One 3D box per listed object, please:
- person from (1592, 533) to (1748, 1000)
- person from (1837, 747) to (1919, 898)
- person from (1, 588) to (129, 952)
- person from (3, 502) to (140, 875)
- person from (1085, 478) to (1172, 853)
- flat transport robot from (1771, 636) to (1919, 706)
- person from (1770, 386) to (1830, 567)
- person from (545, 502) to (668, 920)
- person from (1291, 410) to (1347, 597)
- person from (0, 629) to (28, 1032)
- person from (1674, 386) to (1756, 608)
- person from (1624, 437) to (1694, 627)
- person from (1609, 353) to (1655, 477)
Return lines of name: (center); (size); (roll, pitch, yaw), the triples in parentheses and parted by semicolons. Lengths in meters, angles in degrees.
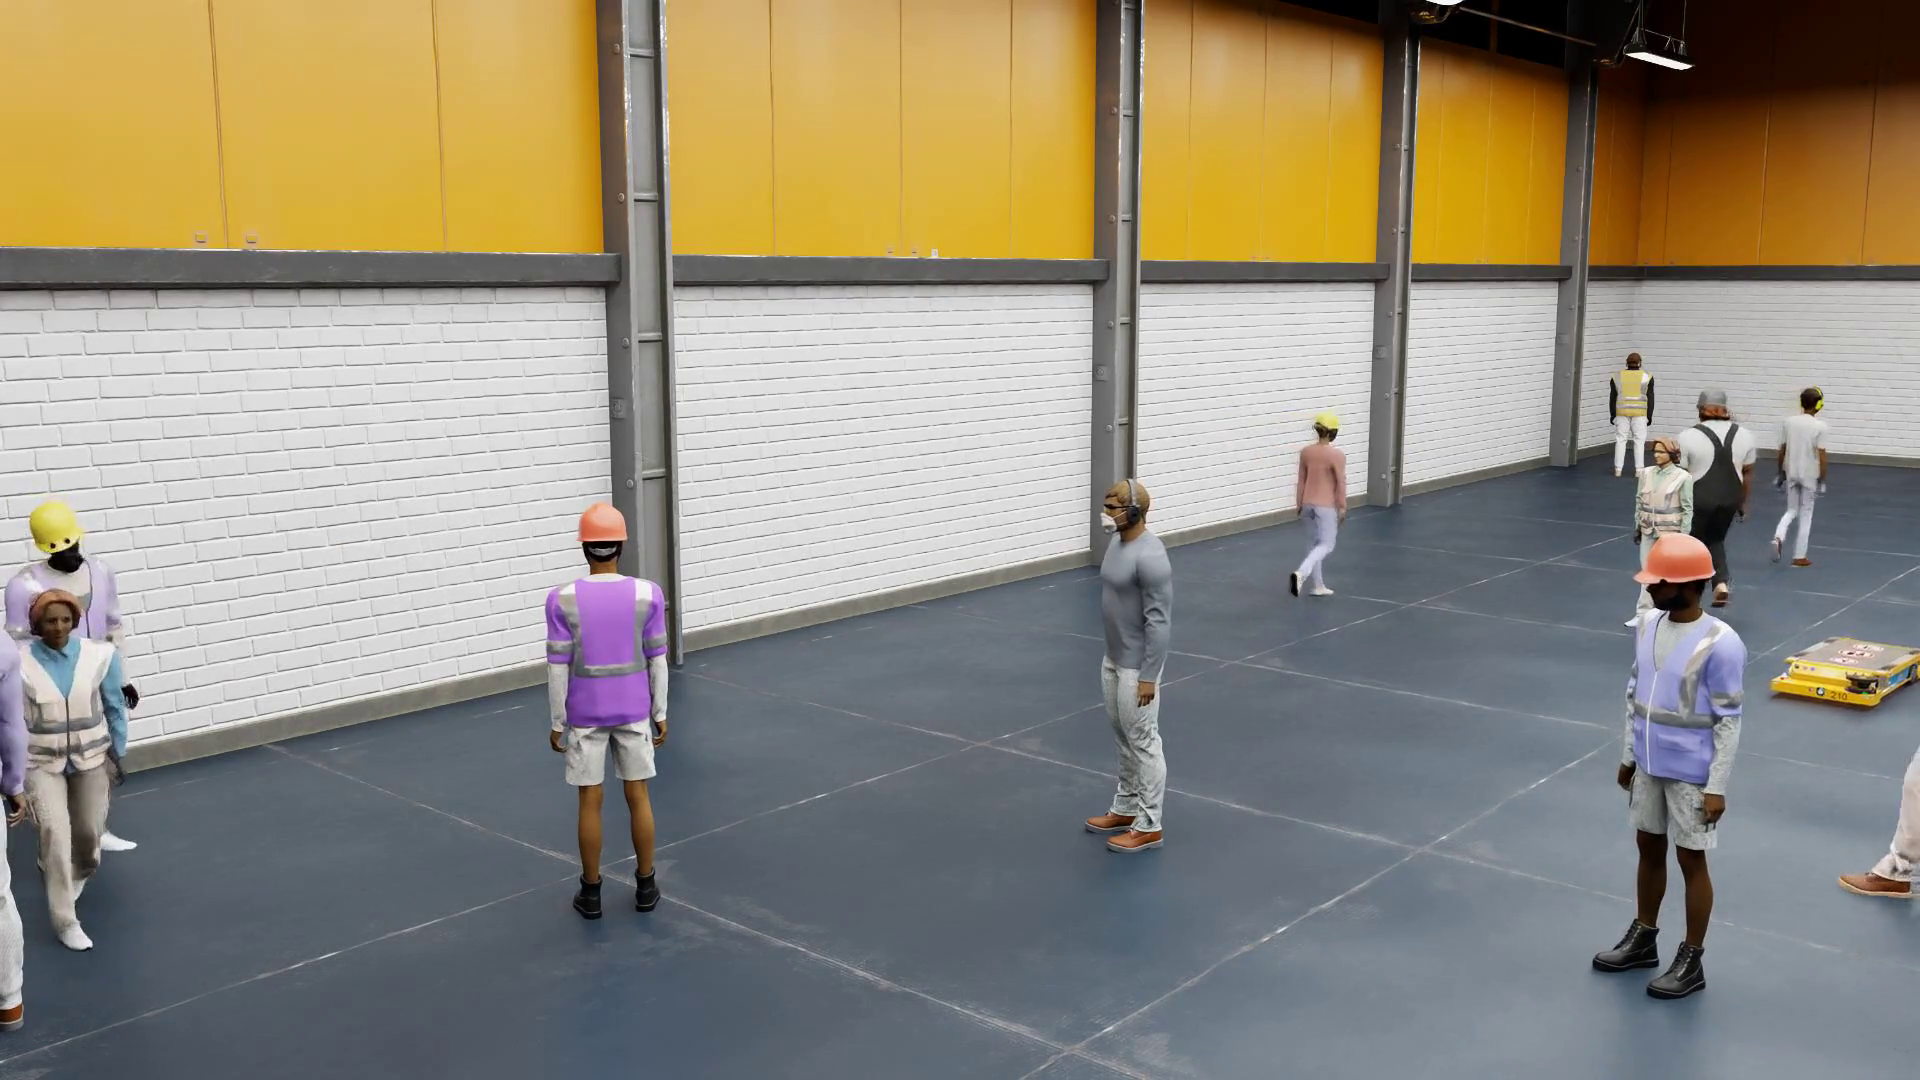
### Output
person: (2.941, 0.926, 6.883); (0.376, 1.933, 0.544); (-3, 10, -20)
person: (4.806, 0.764, 7.849); (0.985, 1.959, 0.636); (3, 10, 18)
person: (-4.068, 0.983, 7.522); (0.520, 1.609, 0.713); (-7, 12, -39)
person: (-4.438, 0.736, 8.278); (0.499, 1.886, 0.643); (3, 9, 16)
person: (0.889, 0.643, 8.642); (0.354, 1.937, 0.635); (-2, 9, -14)
flat transport robot: (6.474, 0.931, 12.052); (0.652, 0.197, 1.431); (9, 12, 43)
person: (8.526, -0.631, 16.896); (0.530, 1.858, 0.546); (-6, 11, -33)
person: (-1.636, 0.789, 7.731); (0.552, 1.934, 0.364); (-3, 10, -18)
person: (3.239, -0.309, 15.220); (0.654, 1.752, 0.537); (-7, 11, -37)
person: (-3.920, 1.000, 6.397); (0.372, 1.940, 0.631); (8, 12, 42)
person: (6.530, -0.361, 14.625); (0.758, 2.000, 0.537); (0, 9, -3)
person: (5.867, -0.046, 13.900); (0.314, 1.641, 0.515); (-5, 10, -30)
person: (9.923, -1.844, 24.581); (0.623, 1.839, 0.429); (5, 10, 27)
